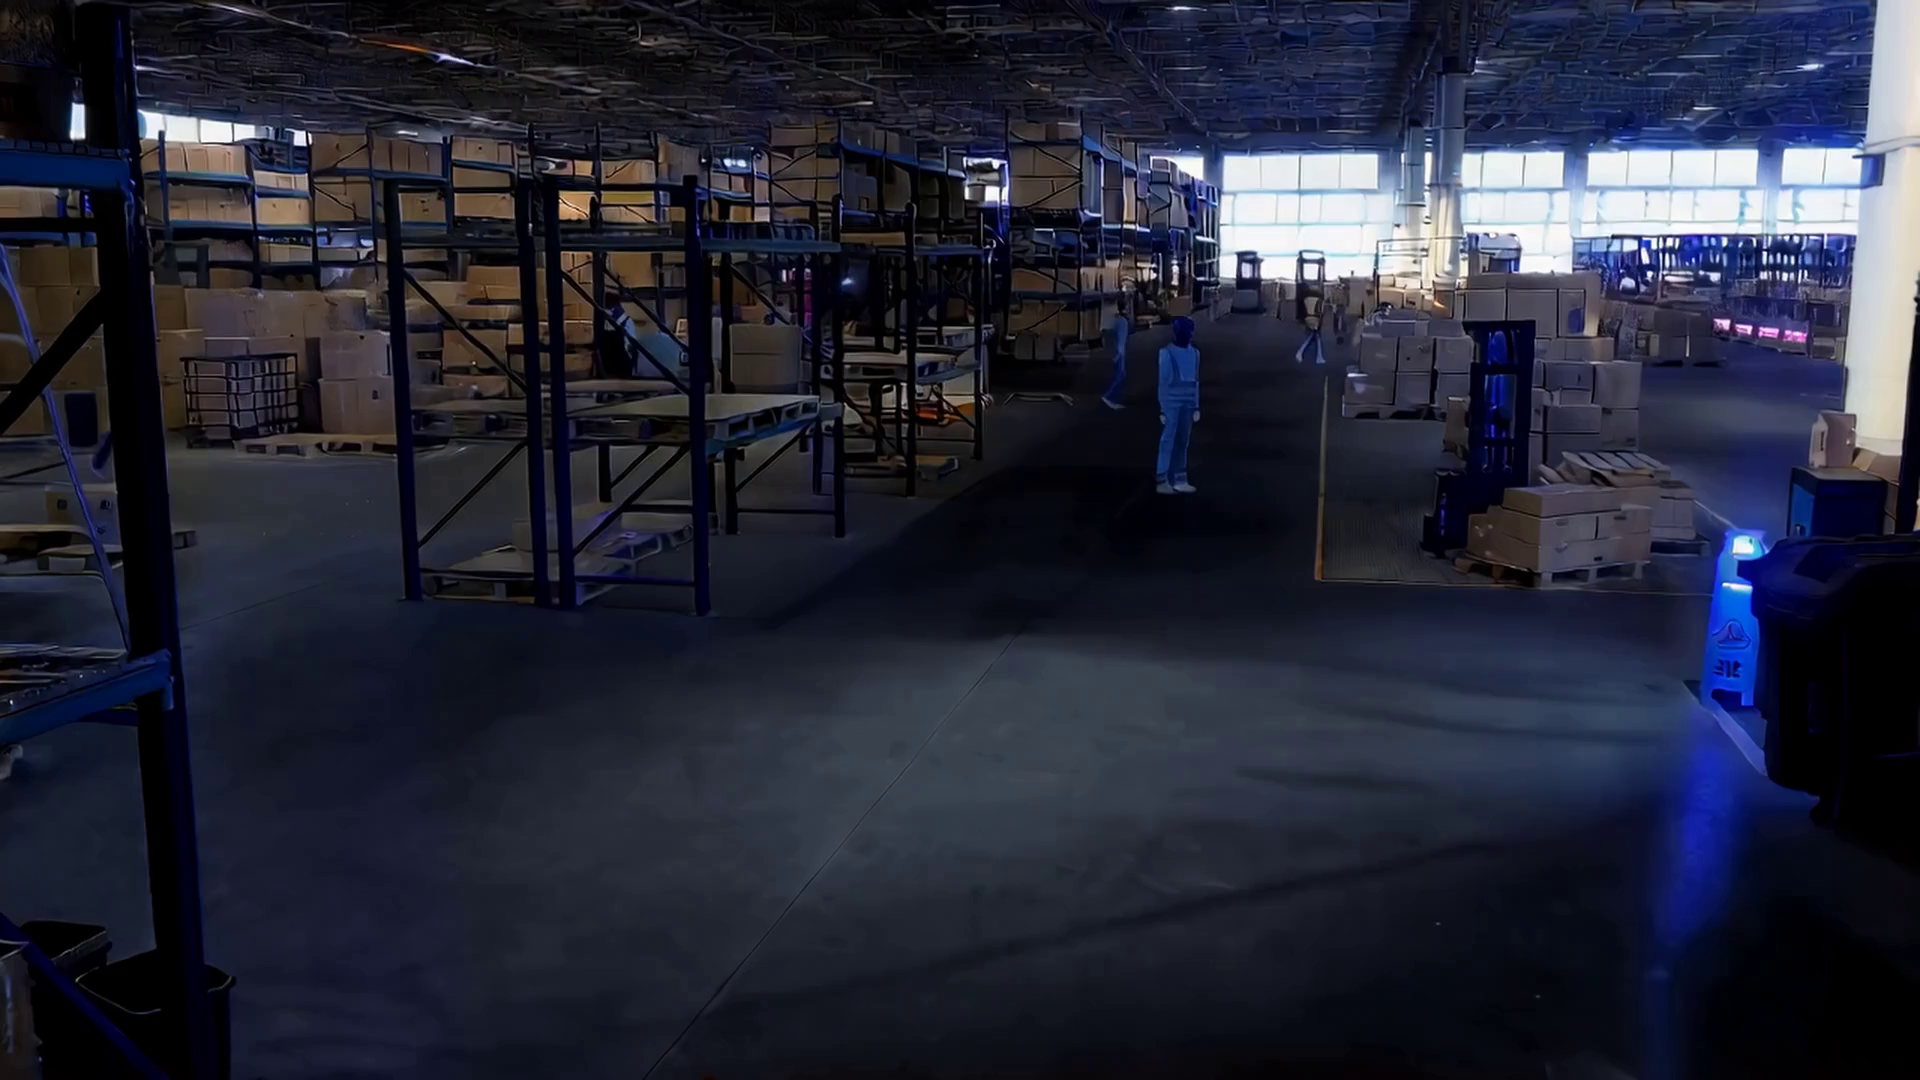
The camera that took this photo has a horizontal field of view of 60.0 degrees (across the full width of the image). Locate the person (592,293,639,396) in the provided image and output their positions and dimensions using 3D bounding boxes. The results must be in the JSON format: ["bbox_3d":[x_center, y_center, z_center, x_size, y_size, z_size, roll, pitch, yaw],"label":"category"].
[{"bbox_3d":[-4.889,-2.522,23.624,0.689,2.000,0.901,3,10,17],"label":"person"}]

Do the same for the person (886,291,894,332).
[{"bbox_3d":[-1.651,-5.582,42.837,0.629,1.671,0.537,-7,12,-34],"label":"person"}]

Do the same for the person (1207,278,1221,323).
[{"bbox_3d":[9.823,-9.270,64.417,0.531,1.746,0.623,1,10,8],"label":"person"}]

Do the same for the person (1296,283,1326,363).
[{"bbox_3d":[8.380,-5.145,39.558,0.848,1.915,0.551,-8,12,-38],"label":"person"}]

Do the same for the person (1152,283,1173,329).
[{"bbox_3d":[7.165,-8.262,58.789,0.908,1.642,0.542,5,11,27],"label":"person"}]

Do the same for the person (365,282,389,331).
[{"bbox_3d":[-14.609,-5.520,41.773,0.587,1.911,0.397,-5,11,-27],"label":"person"}]

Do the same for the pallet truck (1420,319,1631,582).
[{"bbox_3d":[4.543,-0.757,13.299,0.823,1.965,1.885,-4,10,-22],"label":"pallet truck"}]

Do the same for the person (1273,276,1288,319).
[{"bbox_3d":[13.256,-10.021,68.767,0.604,1.802,0.869,1,10,6],"label":"person"}]

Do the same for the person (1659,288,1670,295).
[{"bbox_3d":[34.245,-12.041,80.738,0.950,1.777,0.603,1,10,5],"label":"person"}]

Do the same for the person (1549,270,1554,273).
[{"bbox_3d":[28.129,-11.862,79.194,0.605,1.951,0.384,-2,10,-10],"label":"person"}]

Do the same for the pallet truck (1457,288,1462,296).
[{"bbox_3d":[20.506,-9.785,68.819,0.653,1.274,1.630,2,10,12],"label":"pallet truck"}]

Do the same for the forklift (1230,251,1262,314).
[{"bbox_3d":[12.906,-11.599,74.888,1.129,2.768,1.873,4,10,23],"label":"forklift"}]

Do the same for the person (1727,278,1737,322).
[{"bbox_3d":[30.631,-9.519,65.896,0.487,1.751,0.533,0,10,1],"label":"person"}]

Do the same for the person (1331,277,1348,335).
[{"bbox_3d":[12.486,-7.710,54.784,0.553,1.906,0.899,2,10,13],"label":"person"}]

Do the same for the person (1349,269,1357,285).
[{"bbox_3d":[18.628,-11.829,78.867,0.381,1.994,0.622,-2,10,-9],"label":"person"}]

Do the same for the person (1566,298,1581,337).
[{"bbox_3d":[14.161,-4.770,38.256,0.849,1.597,0.505,9,13,43],"label":"person"}]

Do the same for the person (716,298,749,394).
[{"bbox_3d":[-3.400,-2.678,25.012,0.651,1.881,0.962,7,12,34],"label":"person"}]

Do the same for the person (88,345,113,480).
[{"bbox_3d":[-9.327,-1.586,18.517,0.865,1.903,0.589,3,10,19],"label":"person"}]

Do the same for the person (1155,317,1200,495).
[{"bbox_3d":[2.306,-1.409,17.535,0.574,1.876,0.354,-8,12,-39],"label":"person"}]

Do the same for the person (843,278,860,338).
[{"bbox_3d":[-2.818,-5.533,41.583,0.622,1.993,0.382,-3,10,-16],"label":"person"}]

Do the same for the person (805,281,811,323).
[{"bbox_3d":[-5.982,-9.273,64.842,0.585,1.616,0.510,6,11,33],"label":"person"}]

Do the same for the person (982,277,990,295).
[{"bbox_3d":[1.365,-13.269,87.707,0.550,1.890,0.948,2,10,13],"label":"person"}]

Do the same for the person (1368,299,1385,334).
[{"bbox_3d":[8.785,-4.259,35.093,0.309,1.640,0.512,9,13,44],"label":"person"}]

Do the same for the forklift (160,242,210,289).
[{"bbox_3d":[-16.063,-4.810,34.690,1.129,2.768,1.873,2,10,12],"label":"forklift"}]

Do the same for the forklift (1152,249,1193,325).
[{"bbox_3d":[7.646,-9.320,61.395,1.873,2.768,1.129,2,10,11],"label":"forklift"}]

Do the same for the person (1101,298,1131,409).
[{"bbox_3d":[2.602,-3.073,27.492,0.460,1.840,0.580,2,10,11],"label":"person"}]

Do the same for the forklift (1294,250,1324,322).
[{"bbox_3d":[13.778,-10.002,65.433,1.129,2.768,1.873,2,10,12],"label":"forklift"}]
